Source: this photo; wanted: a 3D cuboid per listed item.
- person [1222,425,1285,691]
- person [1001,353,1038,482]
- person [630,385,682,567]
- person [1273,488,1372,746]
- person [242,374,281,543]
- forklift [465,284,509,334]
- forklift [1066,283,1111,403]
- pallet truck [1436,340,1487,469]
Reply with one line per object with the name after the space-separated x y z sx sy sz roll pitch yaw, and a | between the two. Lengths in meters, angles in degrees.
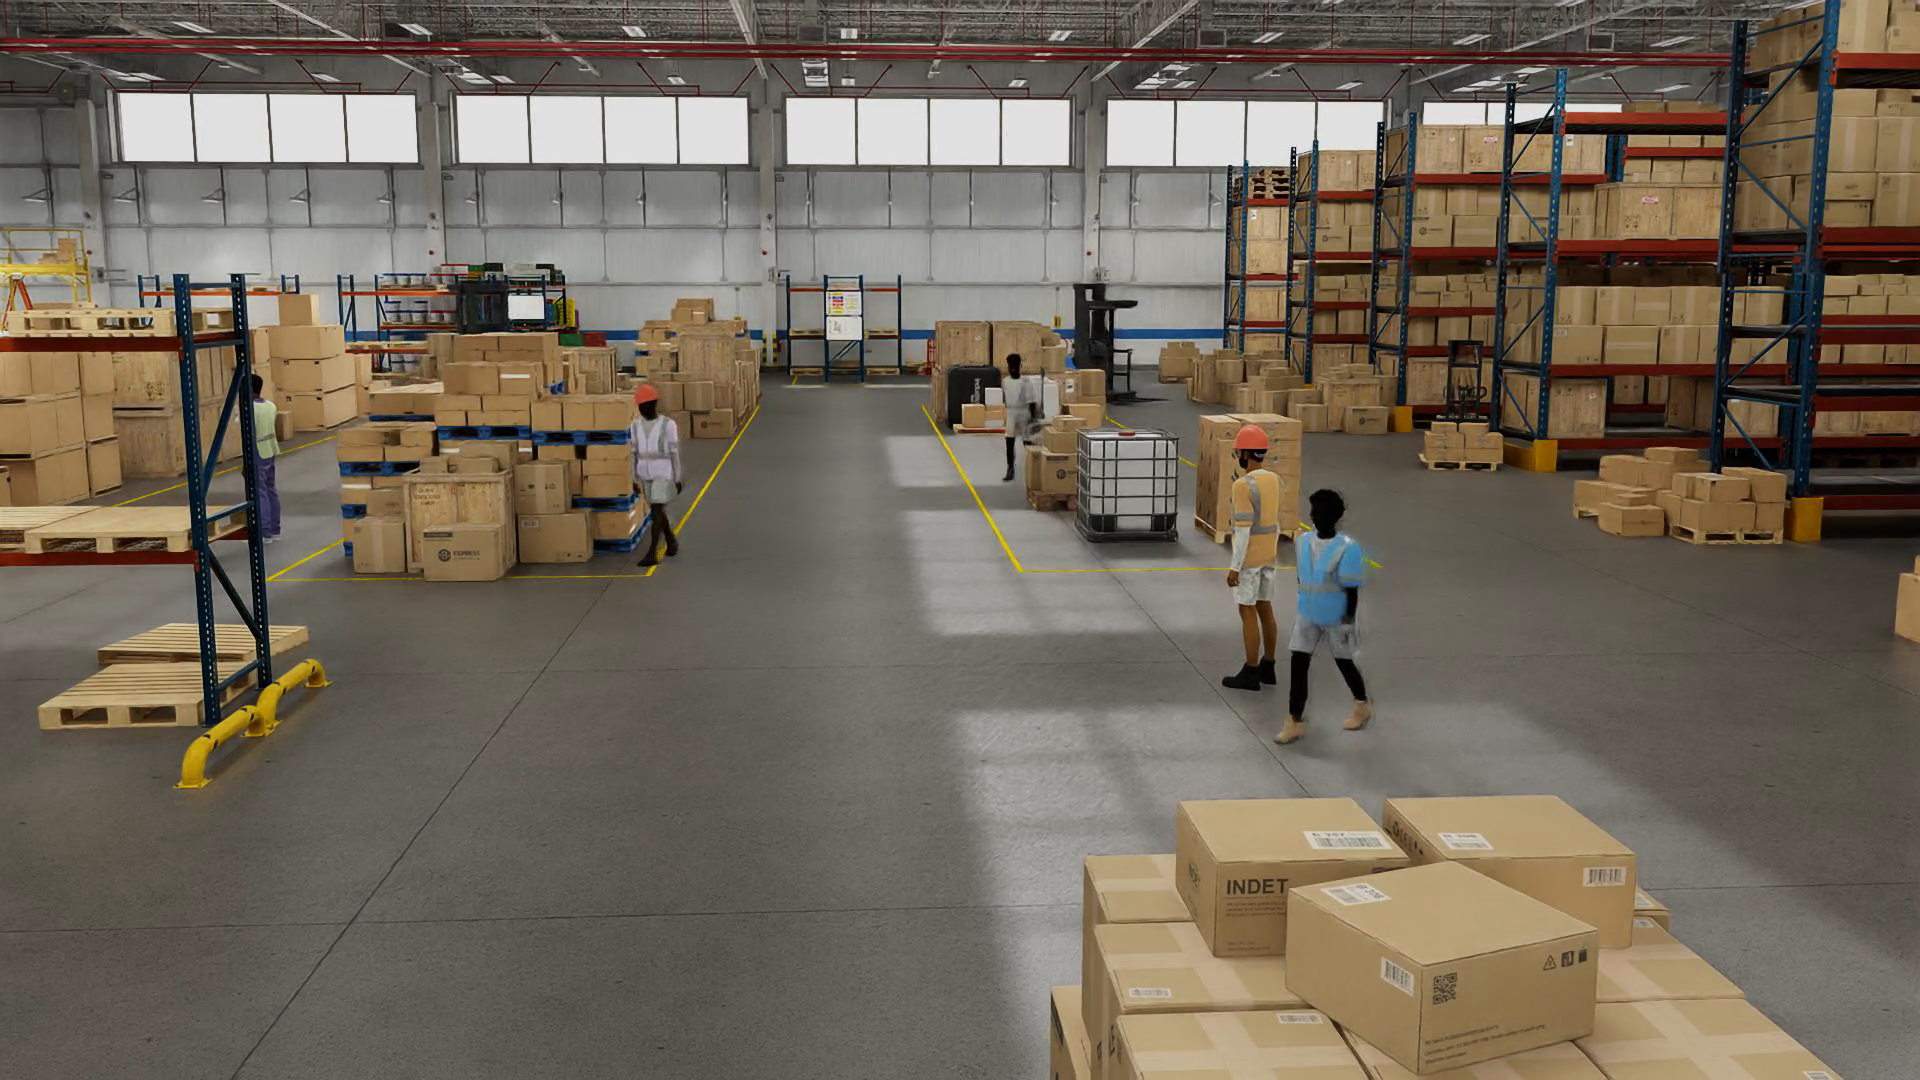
2.124 0.128 12.175 0.376 1.936 0.549 8 12 42 | person
0.954 -1.819 24.552 0.622 1.910 0.914 7 11 36 | person
-3.206 -0.704 17.585 0.552 1.891 0.970 3 10 19 | person
2.415 0.479 10.847 0.848 1.660 0.539 -8 12 -41 | person
-7.913 -0.918 18.804 0.392 1.919 0.590 1 9 4 | person
-10.683 -4.419 37.778 1.129 2.768 1.873 -7 12 -38 | forklift
3.052 -4.711 39.612 1.873 2.768 1.129 7 11 37 | forklift
8.004 -2.170 26.422 0.823 1.965 1.885 2 9 14 | pallet truck
